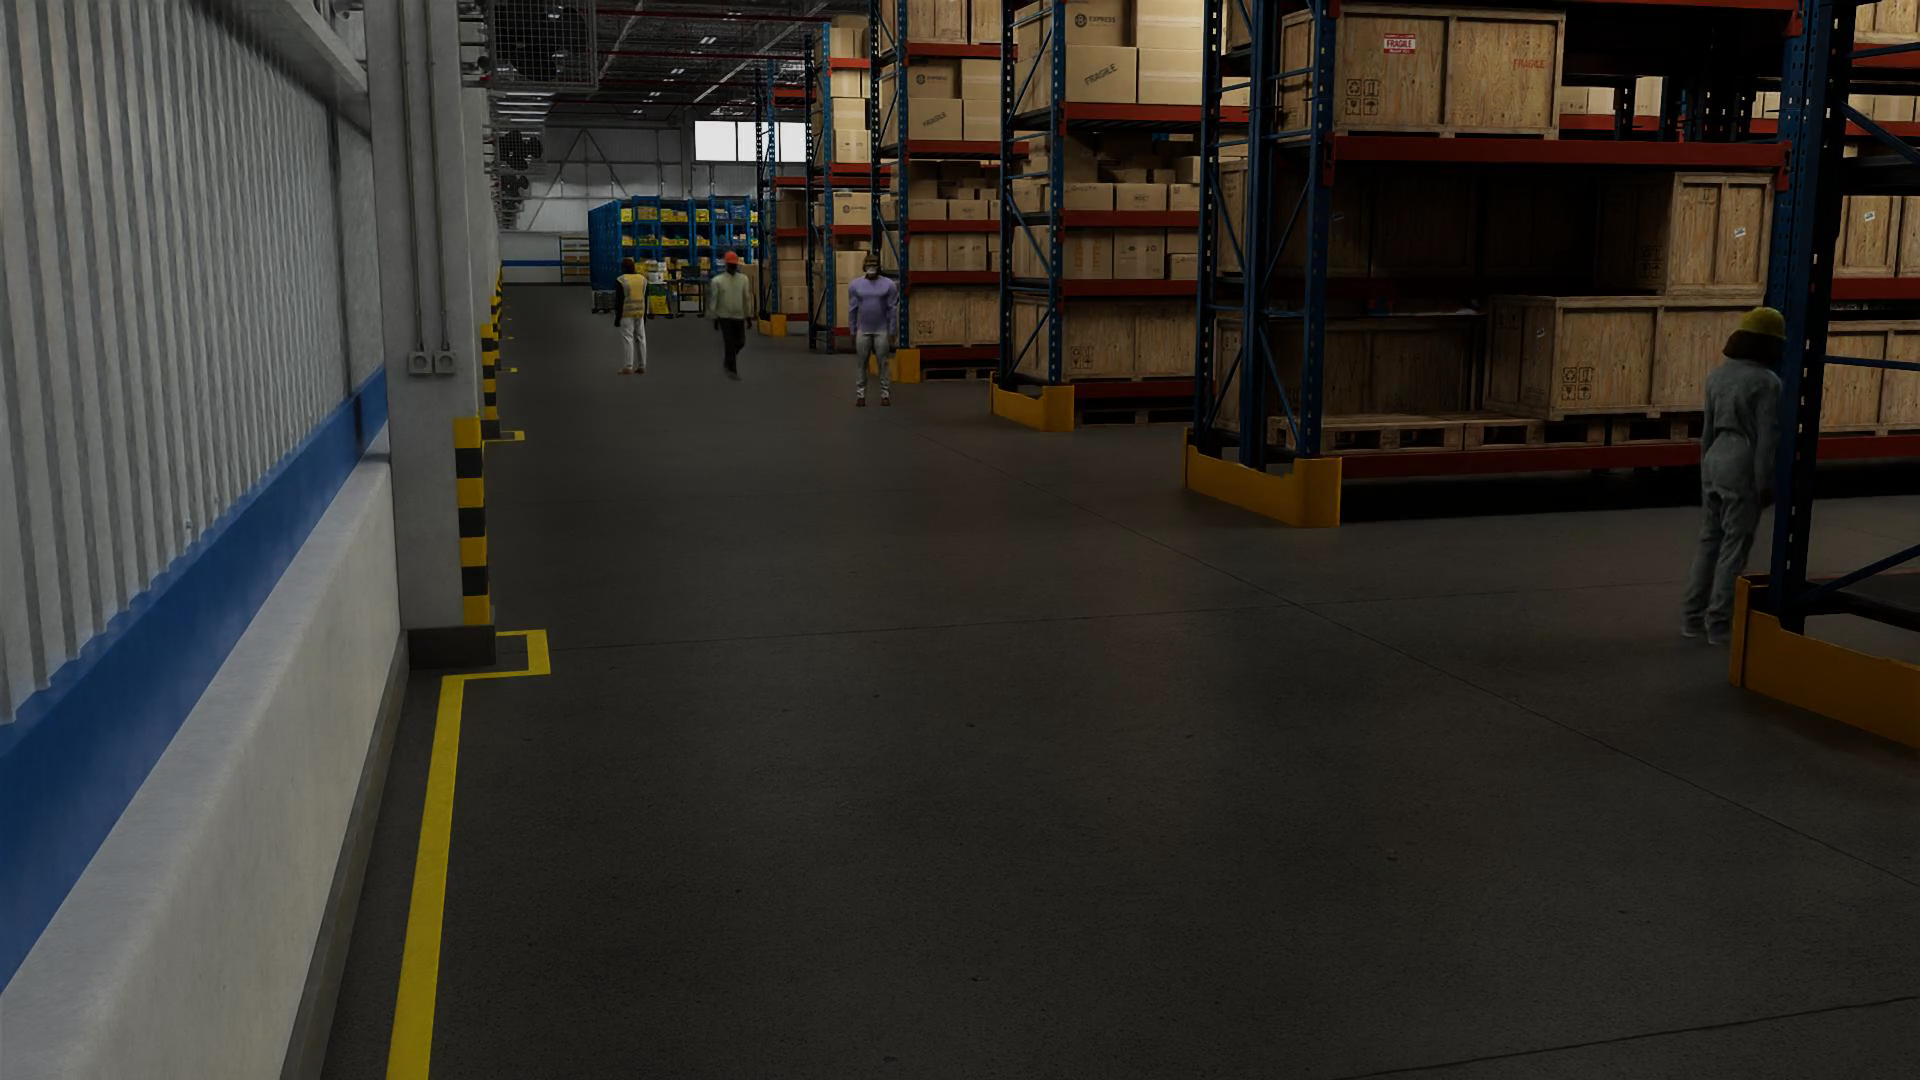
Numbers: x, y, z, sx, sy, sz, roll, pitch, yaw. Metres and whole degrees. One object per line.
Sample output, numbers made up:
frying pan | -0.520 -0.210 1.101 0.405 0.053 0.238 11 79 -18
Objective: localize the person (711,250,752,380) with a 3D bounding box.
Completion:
person | -3.496 -3.424 25.320 0.625 1.974 0.631 -6 11 -29

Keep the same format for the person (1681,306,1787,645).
person | 3.980 -0.323 8.484 0.392 1.727 0.492 -3 10 -14

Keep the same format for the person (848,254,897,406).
person | -1.105 -2.650 21.087 0.625 1.931 0.371 0 10 1

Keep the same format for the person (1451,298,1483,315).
person | 4.791 -1.621 15.831 0.779 1.724 0.570 -4 11 -20

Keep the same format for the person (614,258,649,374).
person | -5.232 -3.543 26.395 0.430 1.838 0.619 9 13 40
